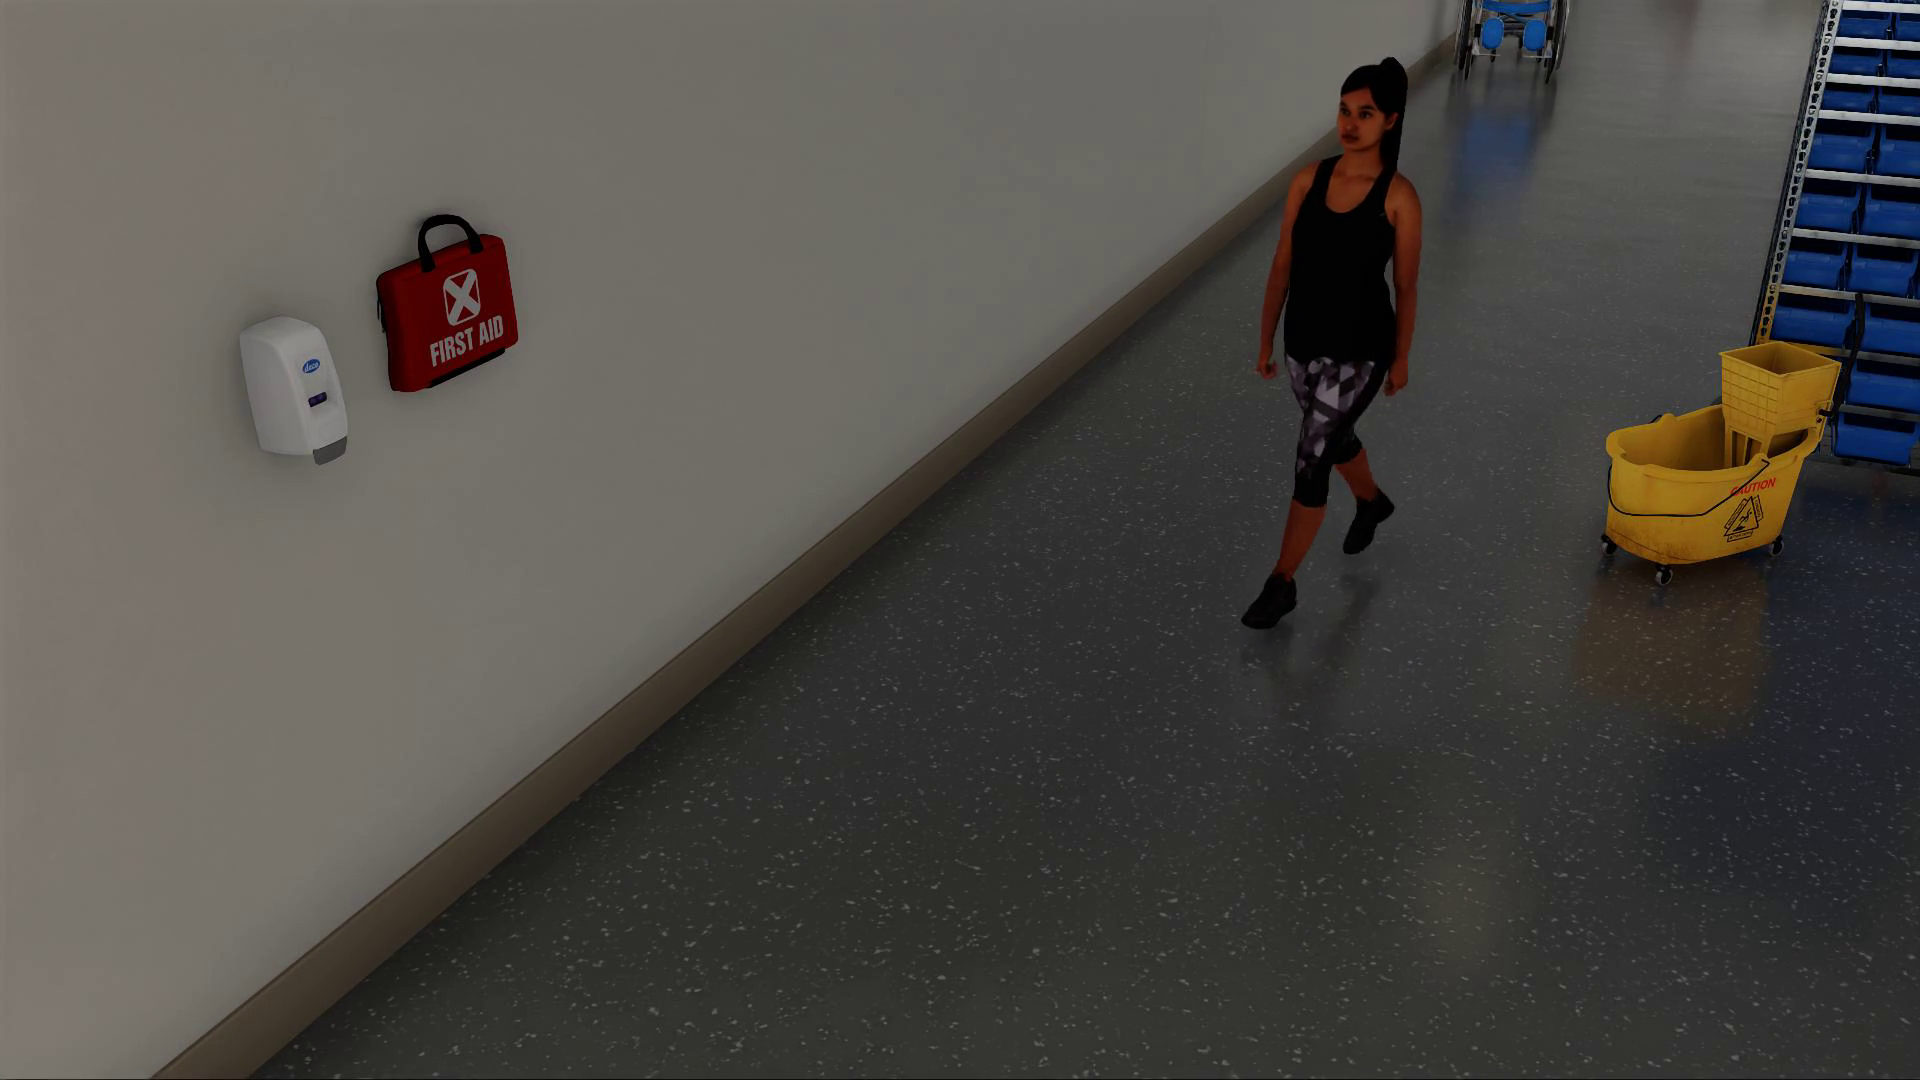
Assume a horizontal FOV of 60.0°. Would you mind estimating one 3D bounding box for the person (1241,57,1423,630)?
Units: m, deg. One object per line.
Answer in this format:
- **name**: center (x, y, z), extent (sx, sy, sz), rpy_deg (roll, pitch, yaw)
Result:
- **person**: center (1.176, -0.597, 5.032), extent (1.117, 1.620, 0.895), rpy_deg (22, 33, 37)
